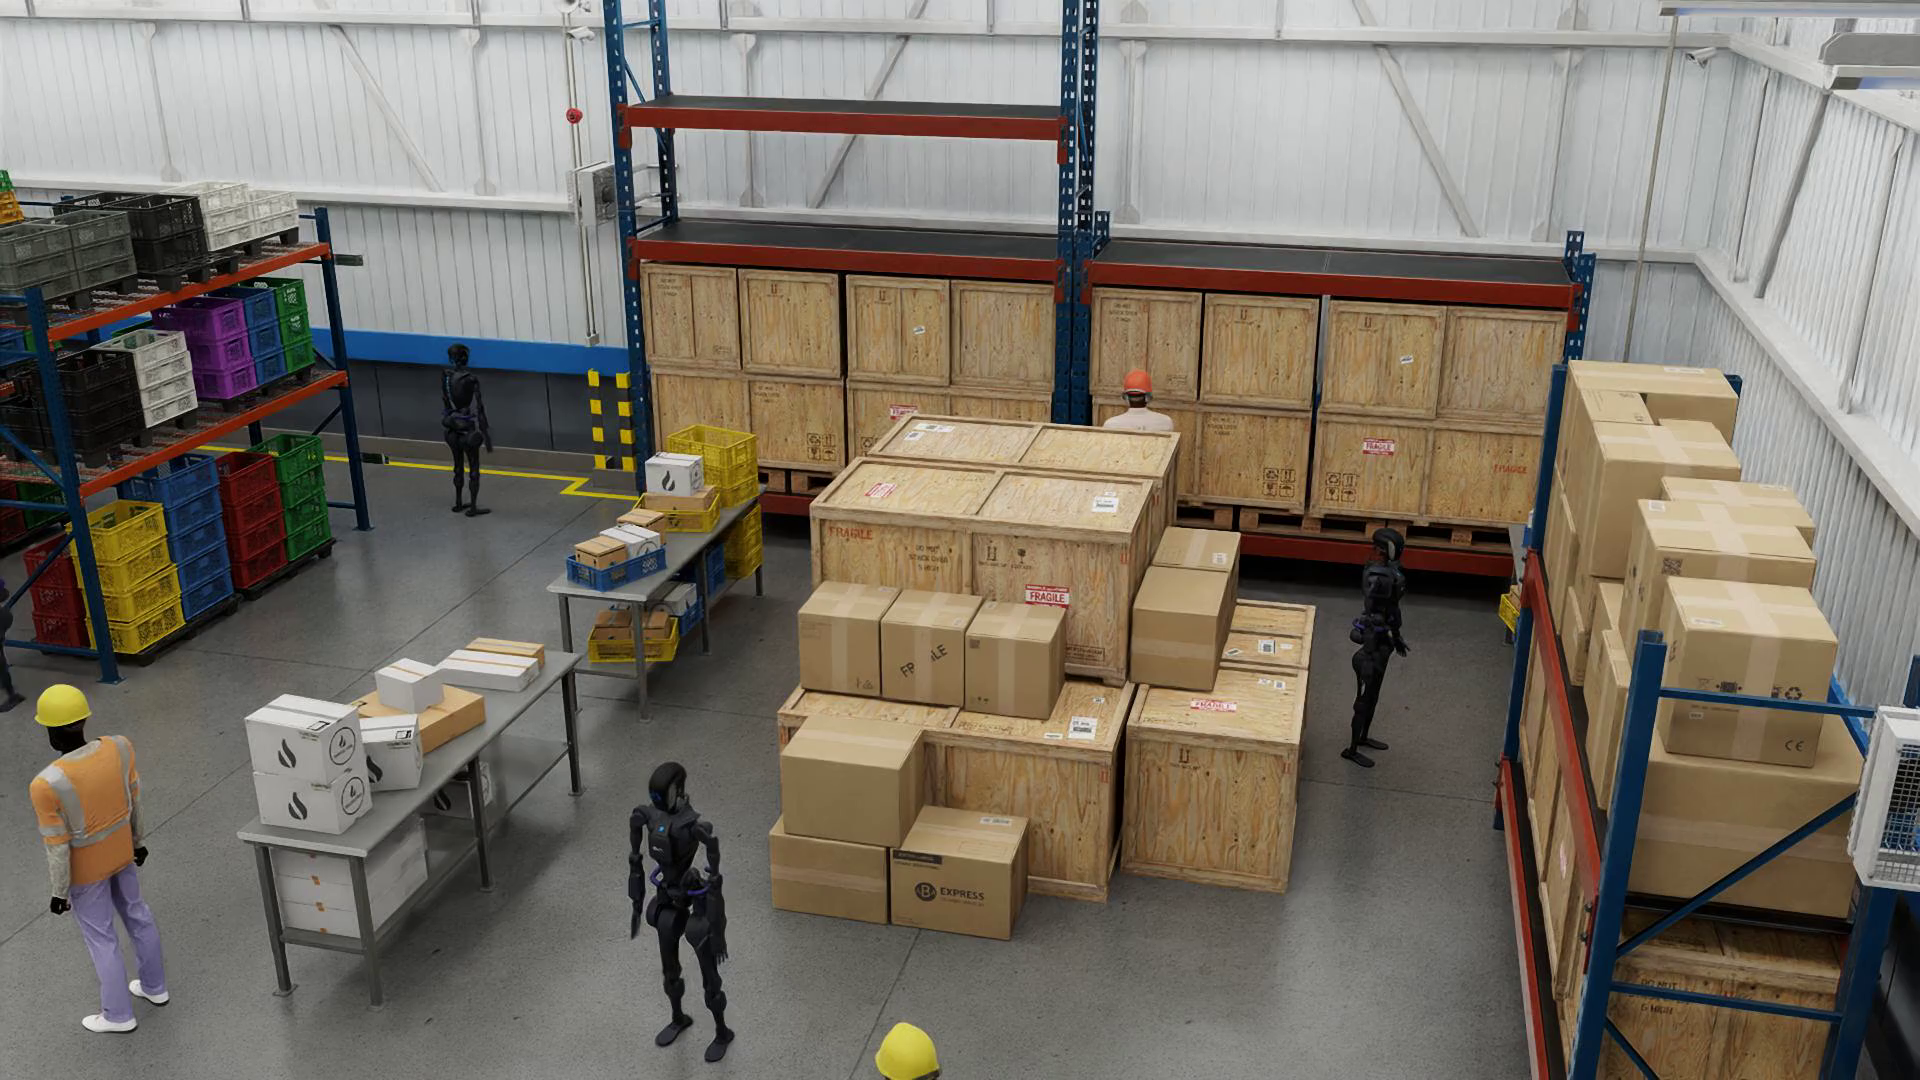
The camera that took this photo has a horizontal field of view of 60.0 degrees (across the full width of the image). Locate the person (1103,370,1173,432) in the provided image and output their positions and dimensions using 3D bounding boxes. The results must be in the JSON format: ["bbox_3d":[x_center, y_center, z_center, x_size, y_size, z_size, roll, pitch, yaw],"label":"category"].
[{"bbox_3d":[1.447,-0.428,13.755,0.610,1.991,0.388,-4,21,-9],"label":"person"}]

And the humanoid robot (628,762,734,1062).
[{"bbox_3d":[-1.382,1.834,8.271,0.569,1.651,0.339,10,23,24],"label":"humanoid robot"}]

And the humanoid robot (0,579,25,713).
[{"bbox_3d":[-7.006,0.480,11.847,0.657,1.632,0.434,8,22,21],"label":"humanoid robot"}]

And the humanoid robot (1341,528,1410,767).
[{"bbox_3d":[2.827,0.701,11.219,0.327,1.657,0.590,13,25,31],"label":"humanoid robot"}]

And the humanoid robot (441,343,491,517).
[{"bbox_3d":[-4.713,-1.063,15.841,0.570,1.651,0.342,14,25,33],"label":"humanoid robot"}]

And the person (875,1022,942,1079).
[{"bbox_3d":[-0.180,2.574,6.212,0.532,1.766,0.325,-19,28,-40],"label":"person"}]

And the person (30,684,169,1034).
[{"bbox_3d":[-4.407,1.623,8.478,0.368,1.925,0.594,7,22,18],"label":"person"}]
